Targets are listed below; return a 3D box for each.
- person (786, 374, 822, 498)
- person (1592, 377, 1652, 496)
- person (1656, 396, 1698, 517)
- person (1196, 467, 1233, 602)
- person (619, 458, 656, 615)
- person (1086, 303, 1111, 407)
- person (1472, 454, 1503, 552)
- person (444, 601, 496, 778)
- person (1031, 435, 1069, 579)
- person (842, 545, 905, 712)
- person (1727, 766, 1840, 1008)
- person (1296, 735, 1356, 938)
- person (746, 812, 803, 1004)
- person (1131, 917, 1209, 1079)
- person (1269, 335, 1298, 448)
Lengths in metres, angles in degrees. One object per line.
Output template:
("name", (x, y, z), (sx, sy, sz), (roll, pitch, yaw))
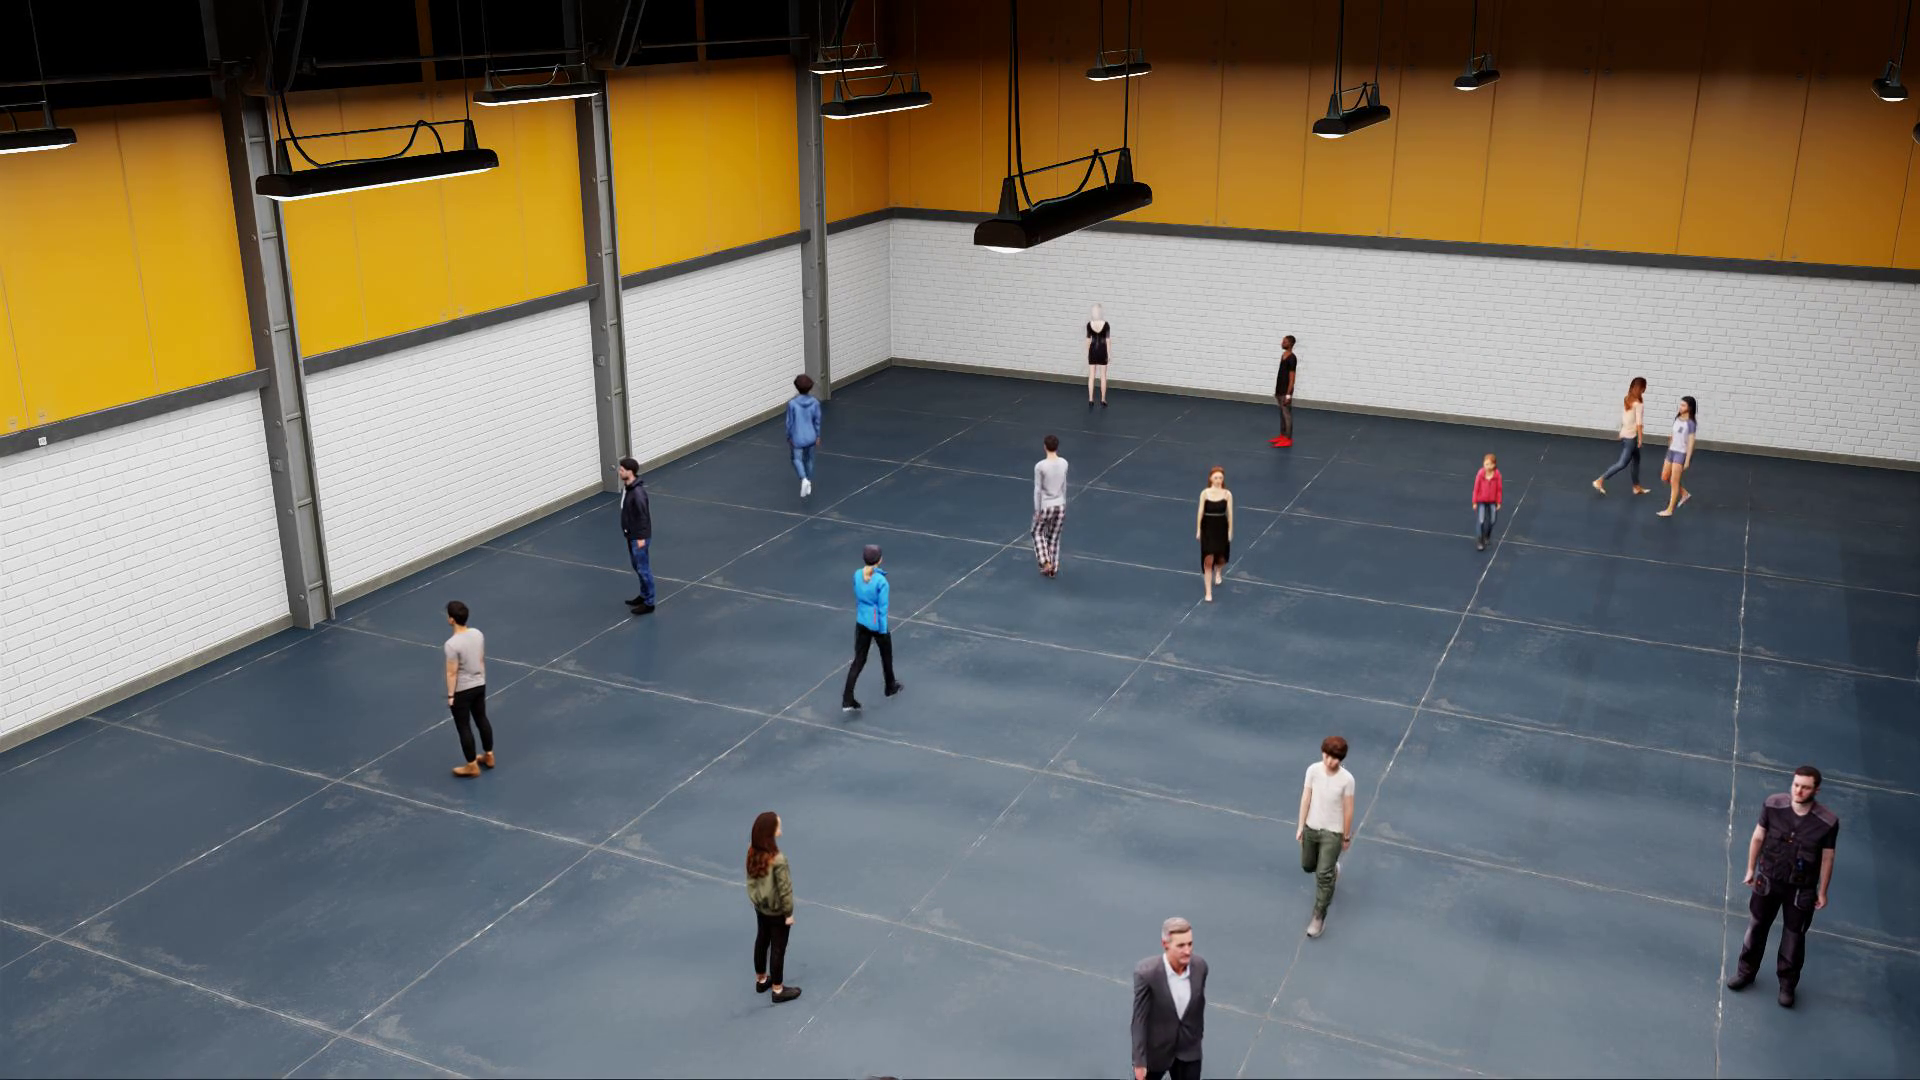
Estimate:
("person", (-2.256, -1.480, 24.038), (0.999, 1.795, 1.056), (-7, 20, -19))
("person", (9.611, -1.464, 24.053), (1.034, 1.754, 1.152), (-1, 19, -4))
("person", (10.115, -1.174, 23.240), (0.887, 1.723, 0.846), (-4, 19, -12))
("person", (3.107, -0.113, 20.277), (0.795, 1.604, 1.025), (1, 19, 4))
("person", (-3.805, -0.064, 19.680), (0.802, 1.892, 0.753), (-8, 20, -22))
("person", (2.428, -3.264, 29.281), (0.621, 1.830, 0.564), (4, 19, 13))
("person", (6.950, -0.517, 21.940), (0.587, 1.309, 0.657), (4, 19, 11))
("person", (-4.637, 1.382, 15.655), (0.682, 1.719, 0.495), (11, 22, 30))
("person", (1.164, -0.392, 20.740), (0.791, 1.836, 0.850), (-6, 20, -18))
("person", (-0.965, 0.933, 16.941), (0.801, 1.751, 1.200), (14, 23, 36))
("person", (6.048, 2.493, 12.160), (0.780, 1.845, 0.697), (16, 24, 39))
("person", (2.899, 2.275, 13.133), (0.647, 1.637, 0.984), (11, 22, 30))
("person", (-1.385, 2.675, 12.200), (0.616, 1.475, 0.646), (-17, 25, -40))
("person", (1.244, 3.133, 10.328), (1.184, 1.801, 1.264), (-6, 19, -17))
("person", (5.249, -2.408, 26.777), (0.774, 1.805, 0.659), (-3, 19, -8))
